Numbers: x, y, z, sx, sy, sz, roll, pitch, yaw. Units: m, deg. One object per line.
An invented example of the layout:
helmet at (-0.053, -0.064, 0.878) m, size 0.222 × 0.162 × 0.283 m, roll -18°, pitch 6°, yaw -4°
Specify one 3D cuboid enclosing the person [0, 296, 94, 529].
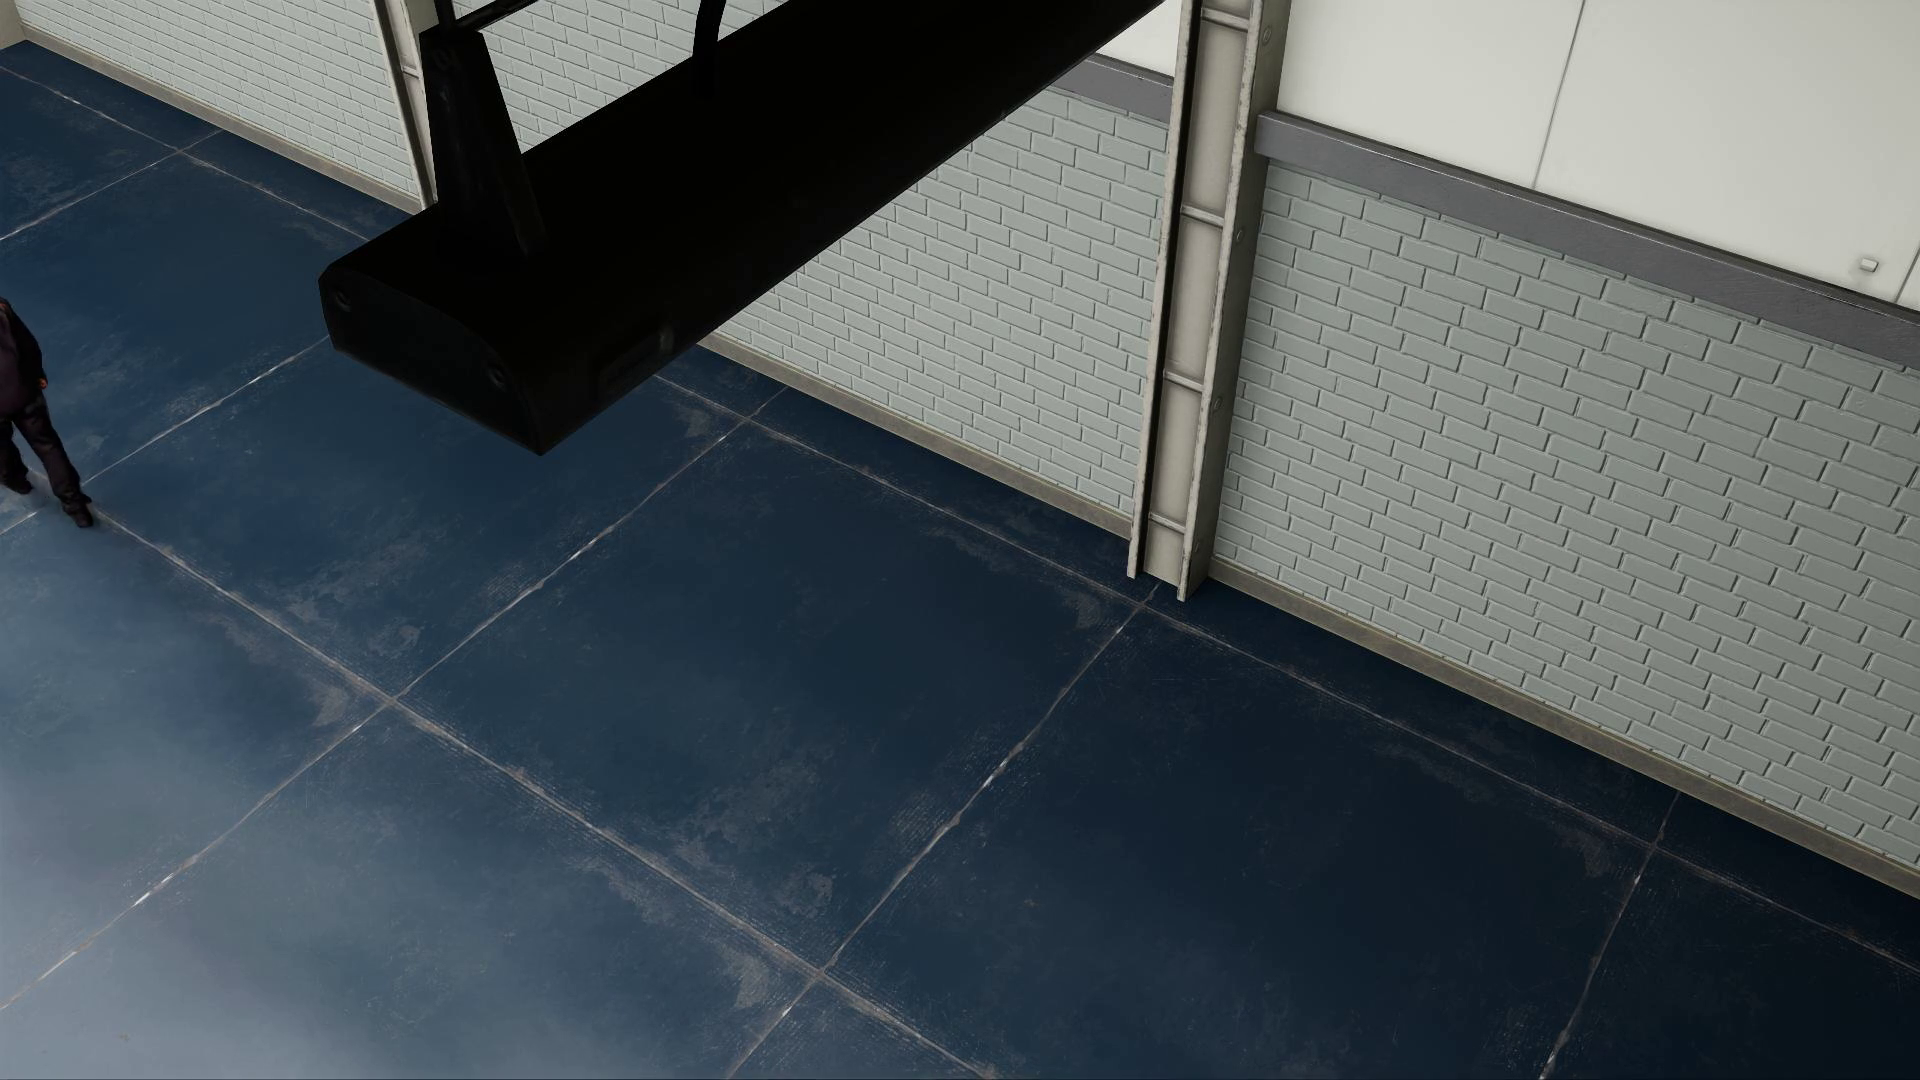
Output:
person at (-5.477, -0.784, 9.601) m, size 1.138 × 1.797 × 0.829 m, roll 33°, pitch 52°, yaw 30°
